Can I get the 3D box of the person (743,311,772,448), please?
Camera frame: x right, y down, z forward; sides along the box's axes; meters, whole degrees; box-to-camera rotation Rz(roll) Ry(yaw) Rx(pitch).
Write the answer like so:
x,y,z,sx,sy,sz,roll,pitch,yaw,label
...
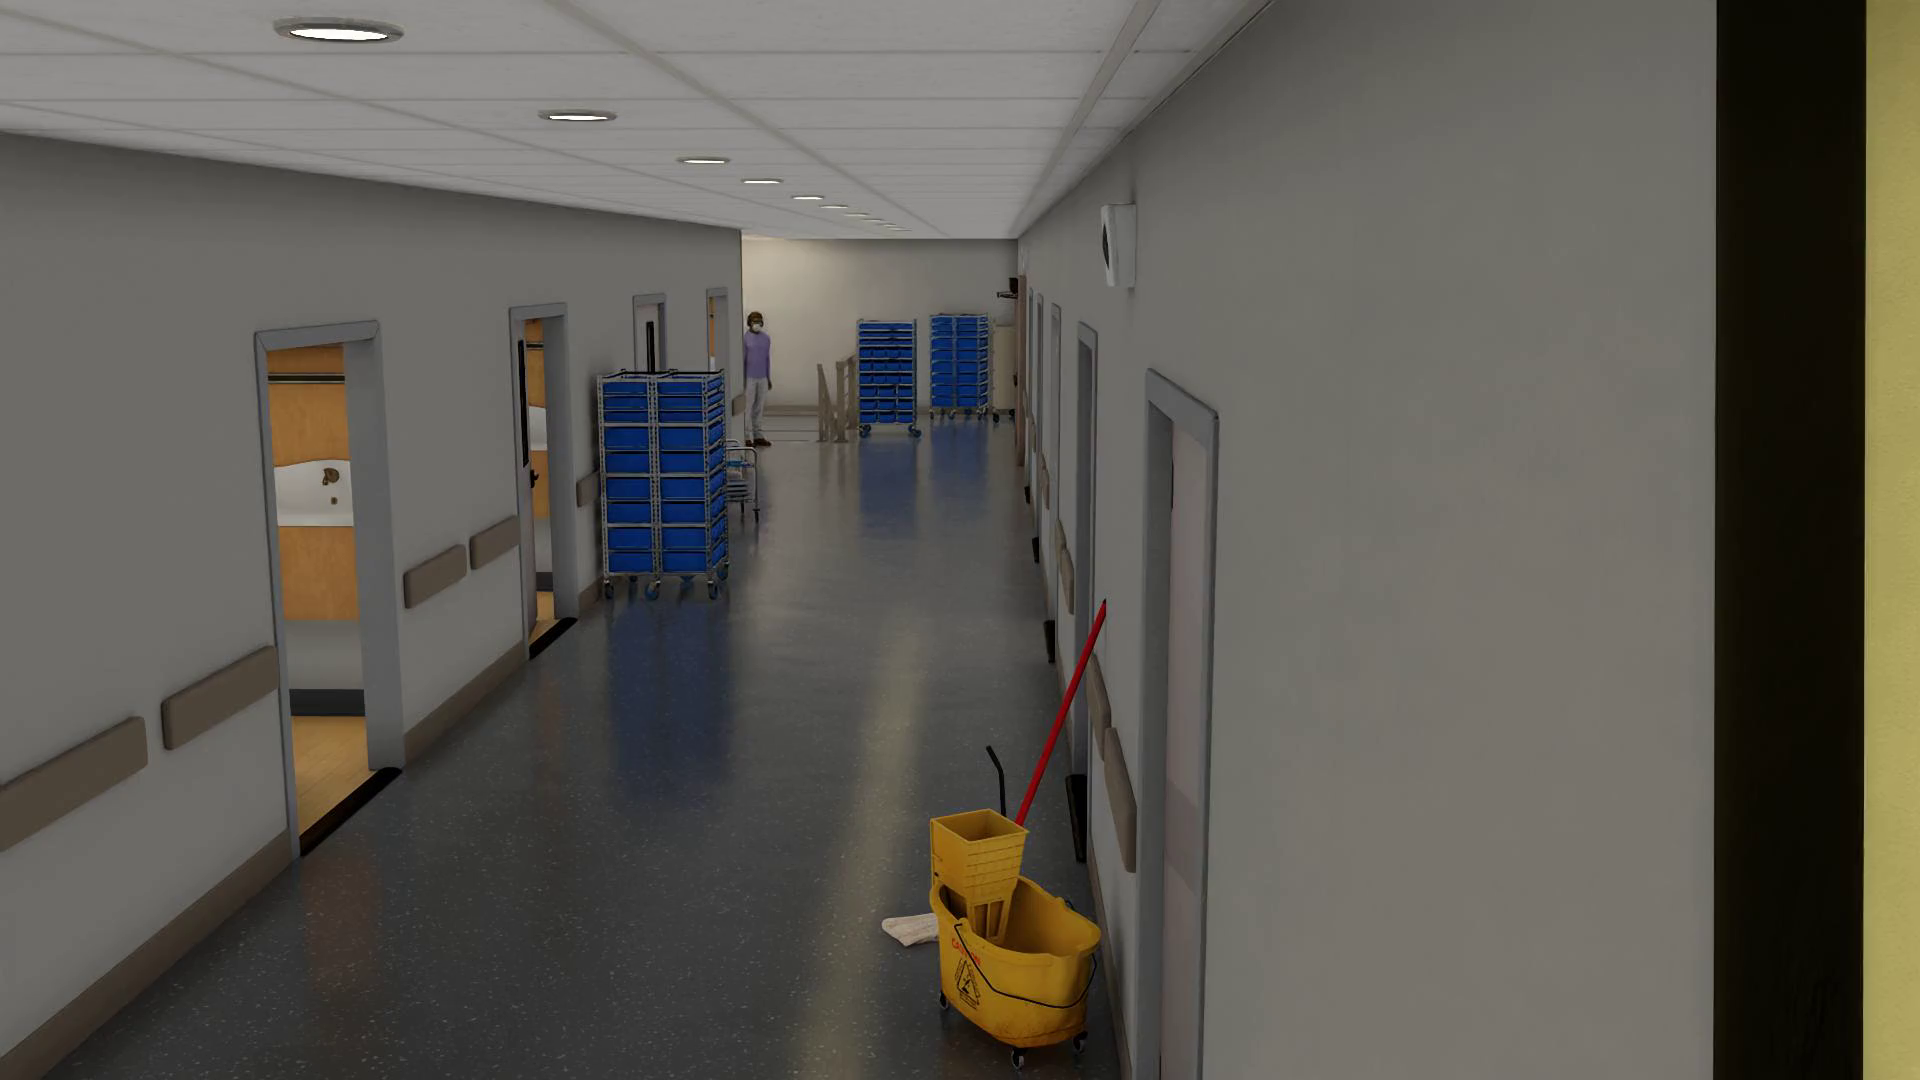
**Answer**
x,y,z,sx,sy,sz,roll,pitch,yaw,label
-2.922,-2.285,23.670,0.375,1.936,0.628,8,12,38,person
